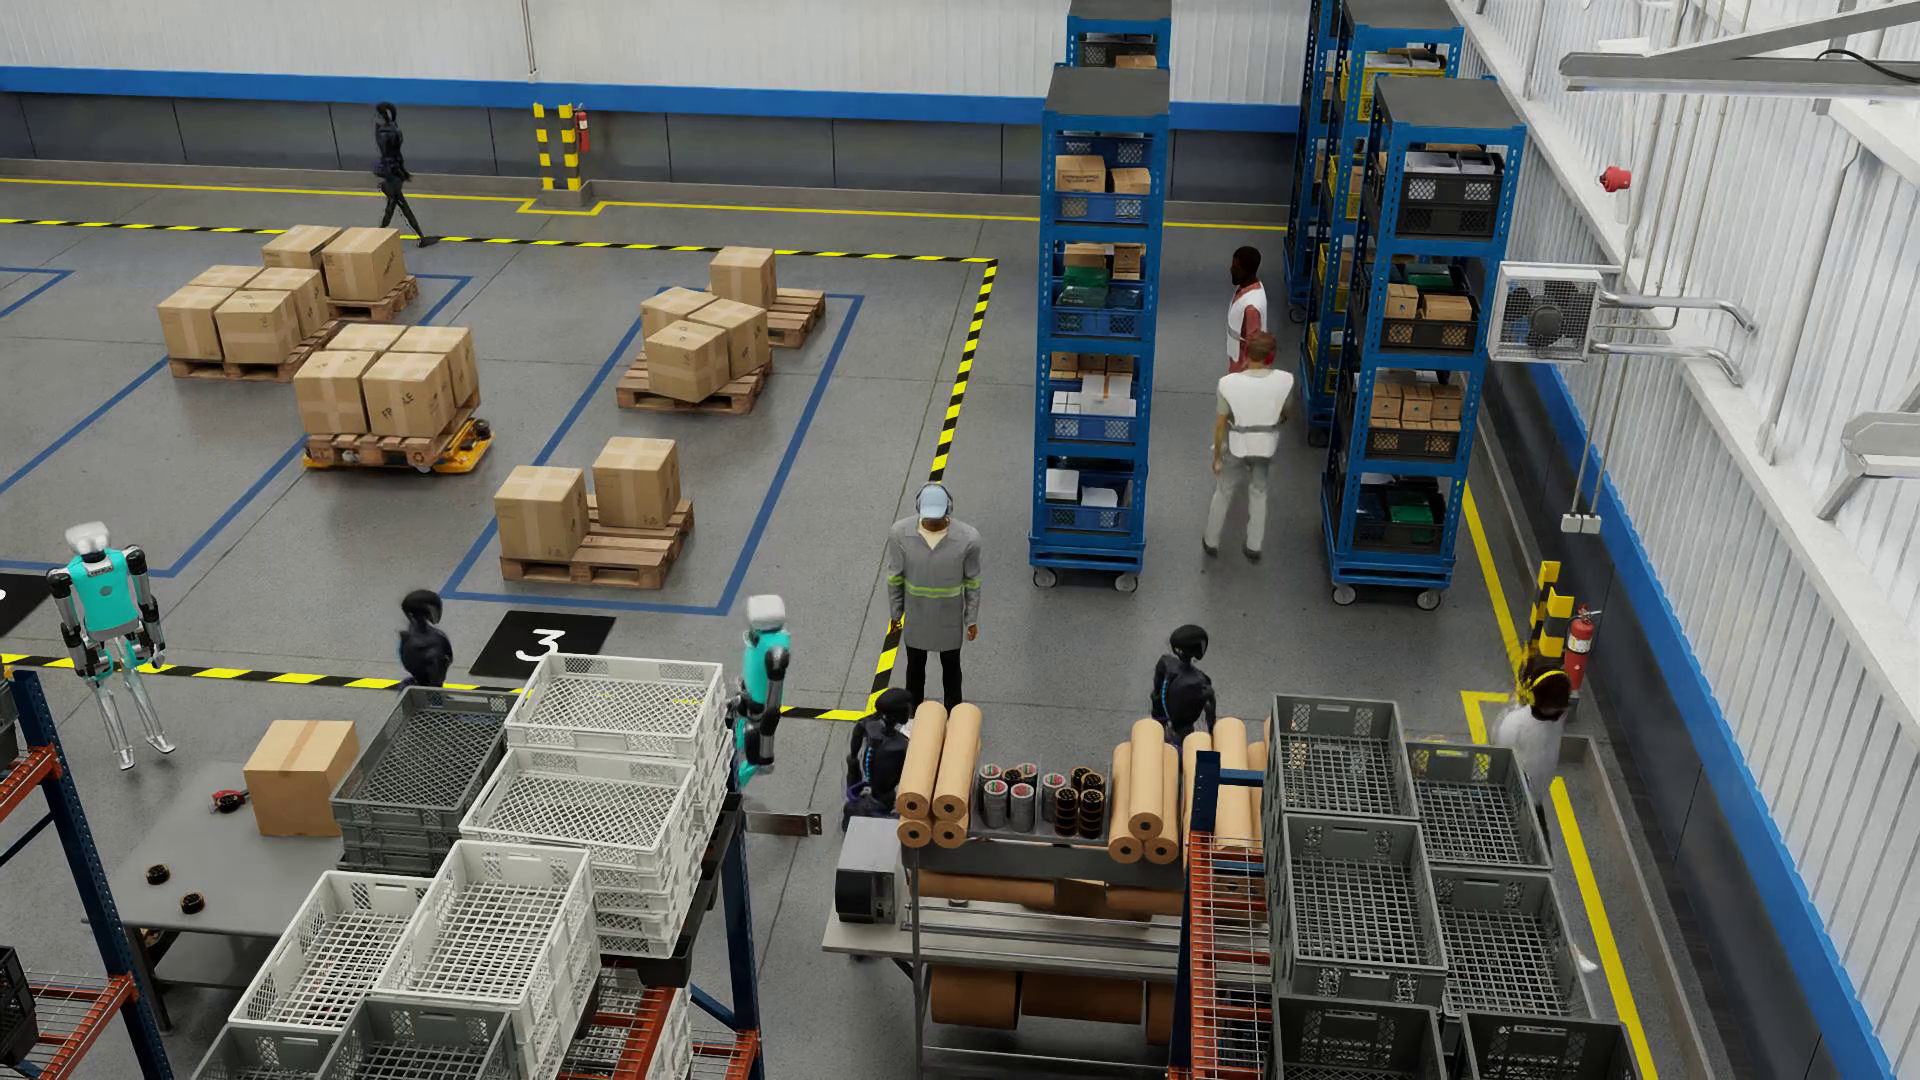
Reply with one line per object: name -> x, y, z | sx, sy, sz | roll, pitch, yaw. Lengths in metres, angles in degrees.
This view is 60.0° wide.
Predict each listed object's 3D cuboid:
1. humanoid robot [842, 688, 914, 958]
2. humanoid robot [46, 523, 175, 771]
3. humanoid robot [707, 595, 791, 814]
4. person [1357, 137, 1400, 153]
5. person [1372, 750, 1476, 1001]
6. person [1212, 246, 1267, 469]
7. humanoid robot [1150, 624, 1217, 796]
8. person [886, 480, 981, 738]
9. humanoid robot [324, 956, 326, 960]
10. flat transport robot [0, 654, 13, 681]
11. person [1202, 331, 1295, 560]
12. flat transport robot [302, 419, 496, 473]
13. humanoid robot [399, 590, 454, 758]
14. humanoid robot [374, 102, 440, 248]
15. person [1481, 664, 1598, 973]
humanoid robot -> -0.424, 1.473, 8.744 | 0.597, 1.641, 0.448 | 25, 38, 36
humanoid robot -> -5.159, 0.578, 10.089 | 0.533, 1.676, 0.735 | -22, 37, -33
humanoid robot -> -1.324, 1.120, 9.333 | 1.006, 1.758, 0.571 | -9, 31, -15
person -> 4.507, -3.989, 17.951 | 0.521, 1.859, 0.365 | 17, 34, 26
person -> 2.287, 1.735, 8.237 | 0.518, 1.709, 0.791 | -7, 31, -12
person -> 2.324, -1.479, 13.575 | 0.371, 1.916, 0.596 | 2, 30, 3
humanoid robot -> 1.159, 1.203, 9.208 | 0.523, 1.636, 0.600 | -16, 34, -25
person -> -0.166, 0.455, 10.318 | 0.587, 1.852, 0.380 | 3, 30, 5
humanoid robot -> -2.518, 2.380, 7.214 | 0.721, 1.630, 0.587 | -20, 36, -30
flat transport robot -> -7.142, 0.969, 11.010 | 1.431, 0.231, 0.659 | 3, 30, 6
person -> 2.140, -0.694, 12.331 | 0.563, 1.812, 0.525 | 0, 30, 1
flat transport robot -> -4.741, -0.828, 14.068 | 1.431, 0.197, 0.652 | 3, 30, 4
humanoid robot -> -3.056, 0.995, 9.571 | 0.376, 1.635, 0.589 | -16, 34, -25
humanoid robot -> -6.179, -3.992, 18.184 | 0.786, 1.623, 0.614 | -1, 30, -2
person -> 2.980, 1.422, 8.702 | 0.505, 1.800, 0.990 | -15, 33, -24
